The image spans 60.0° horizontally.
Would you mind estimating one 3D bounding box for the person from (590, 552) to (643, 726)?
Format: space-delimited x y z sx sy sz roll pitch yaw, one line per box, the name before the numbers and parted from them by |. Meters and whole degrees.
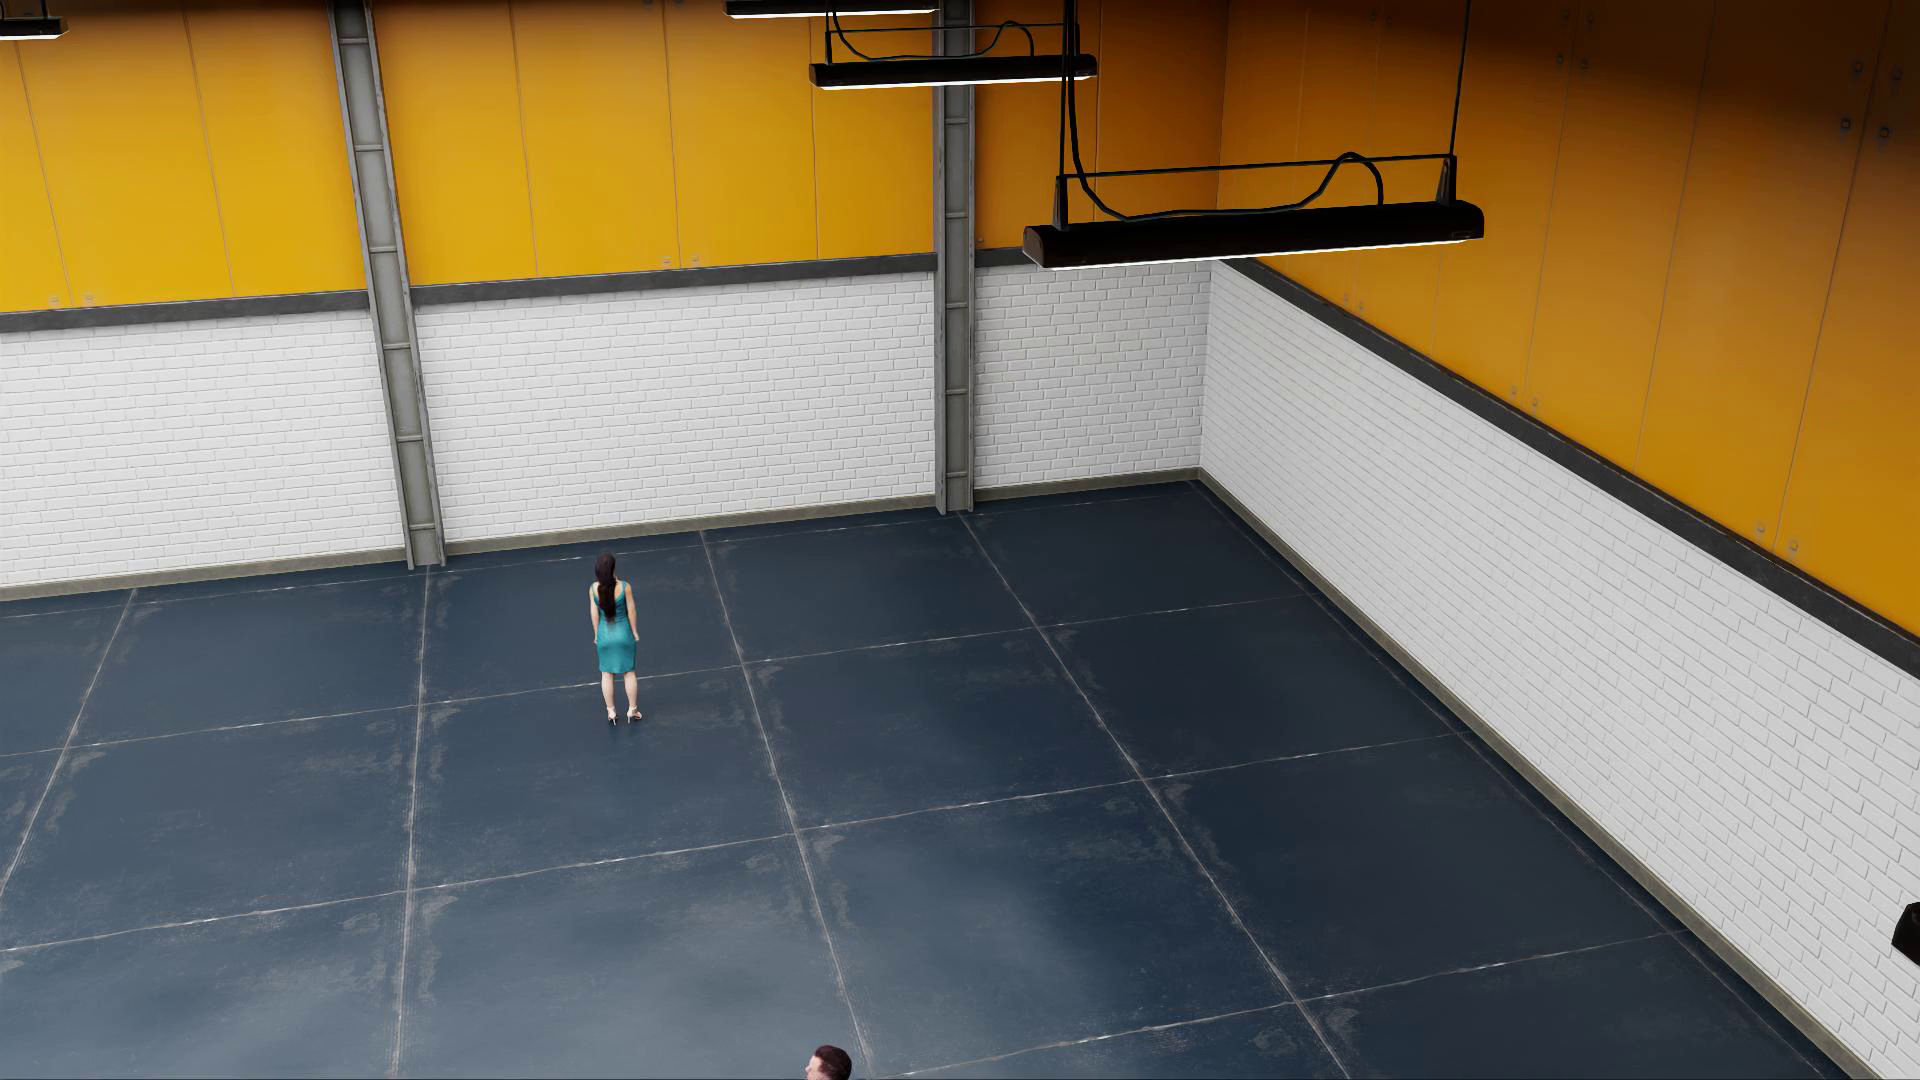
person | -3.064 0.869 14.774 0.493 1.684 0.640 -1 24 -3
